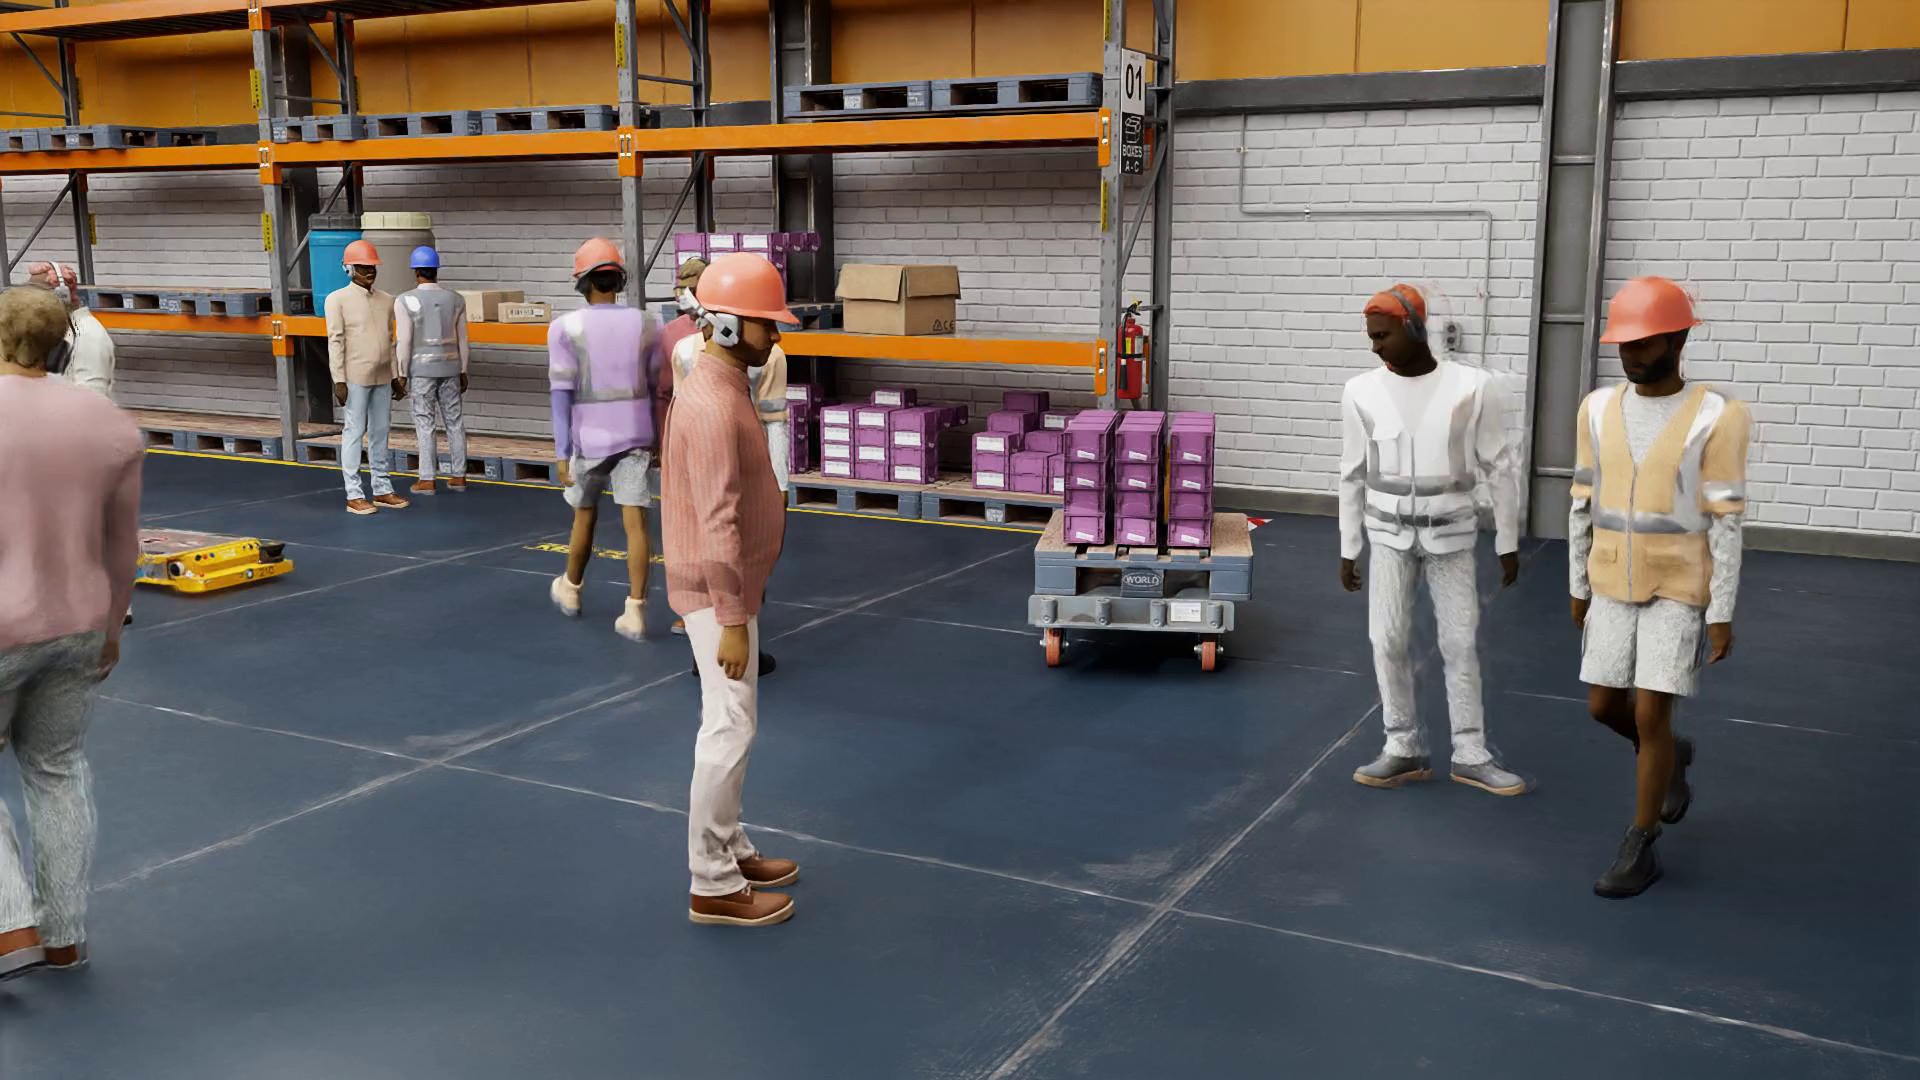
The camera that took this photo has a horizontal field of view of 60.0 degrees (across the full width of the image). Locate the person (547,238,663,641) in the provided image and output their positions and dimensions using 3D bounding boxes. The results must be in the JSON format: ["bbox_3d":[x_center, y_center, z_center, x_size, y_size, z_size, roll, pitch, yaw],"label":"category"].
[{"bbox_3d":[-1.842,-0.537,8.598,0.633,2.000,0.996,-5,12,-26],"label":"person"}]

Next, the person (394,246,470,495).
[{"bbox_3d":[-4.163,-1.332,13.126,0.399,1.945,0.615,10,14,44],"label":"person"}]

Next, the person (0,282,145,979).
[{"bbox_3d":[-2.517,0.268,4.509,0.398,1.907,0.665,7,12,33],"label":"person"}]

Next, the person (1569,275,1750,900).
[{"bbox_3d":[2.212,0.129,5.251,0.697,1.917,0.562,-9,14,-41],"label":"person"}]

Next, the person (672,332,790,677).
[{"bbox_3d":[-1.032,-0.310,7.614,0.549,1.923,0.390,2,11,12],"label":"person"}]

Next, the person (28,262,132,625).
[{"bbox_3d":[-4.591,-0.478,8.605,0.635,1.900,0.398,10,14,42],"label":"person"}]

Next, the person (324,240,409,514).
[{"bbox_3d":[-4.369,-1.197,12.262,0.381,1.994,0.617,5,12,26],"label":"person"}]

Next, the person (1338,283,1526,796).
[{"bbox_3d":[1.737,0.014,6.019,0.741,1.862,0.367,5,11,26],"label":"person"}]

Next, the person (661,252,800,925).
[{"bbox_3d":[-0.664,0.156,4.895,0.412,1.979,0.631,-1,10,-7],"label":"person"}]
